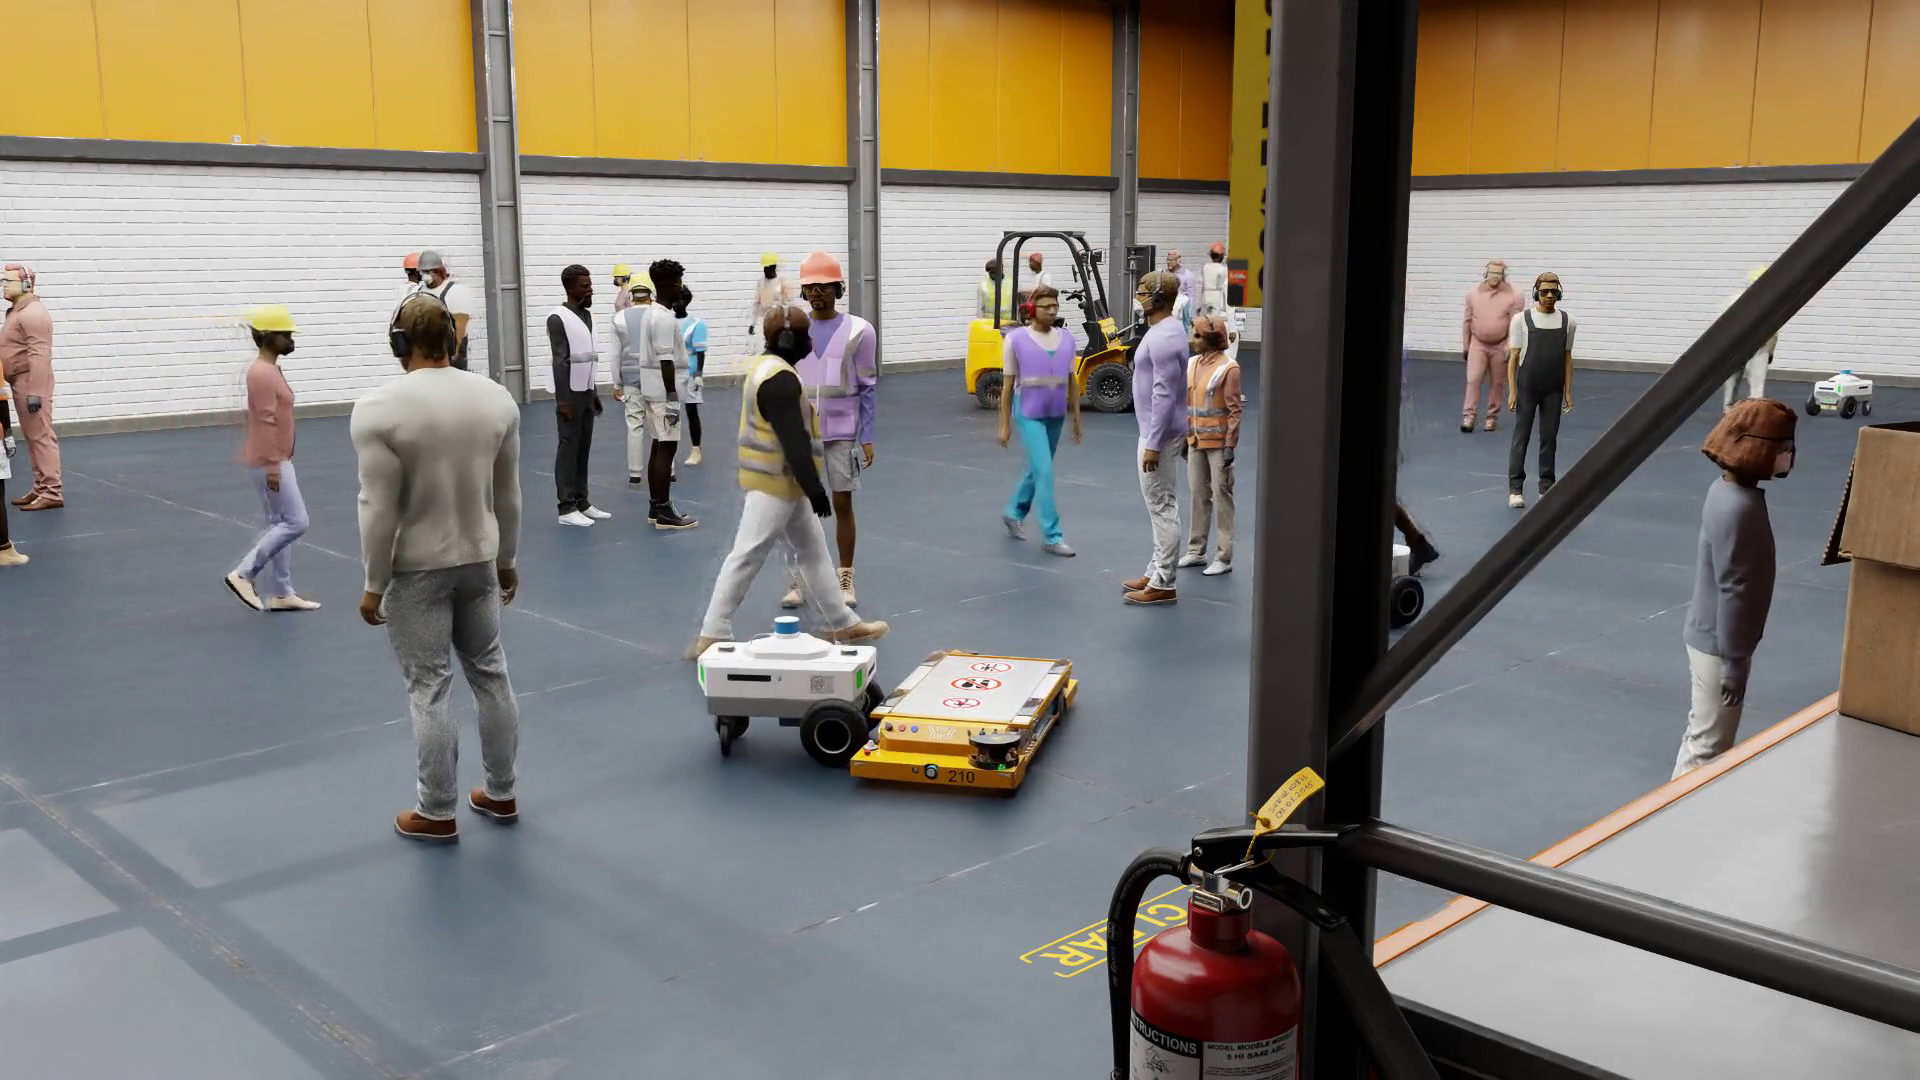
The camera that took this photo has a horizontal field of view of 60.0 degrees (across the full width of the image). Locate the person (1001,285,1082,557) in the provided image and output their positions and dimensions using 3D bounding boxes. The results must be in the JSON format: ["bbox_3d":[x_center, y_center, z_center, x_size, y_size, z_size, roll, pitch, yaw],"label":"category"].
[{"bbox_3d":[0.525,-0.837,11.358,0.578,1.808,0.935,-7,12,-32],"label":"person"}]

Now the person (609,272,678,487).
[{"bbox_3d":[-2.661,-1.352,14.116,0.589,1.822,0.403,-1,10,-7],"label":"person"}]

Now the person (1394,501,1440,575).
[{"bbox_3d":[2.532,-0.660,10.214,0.999,1.887,0.533,-1,10,-6],"label":"person"}]

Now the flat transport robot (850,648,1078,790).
[{"bbox_3d":[0.059,0.721,7.039,0.652,0.197,1.431,3,11,14],"label":"flat transport robot"}]

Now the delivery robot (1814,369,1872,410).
[{"bbox_3d":[10.417,-1.774,19.603,0.707,0.478,0.477,-6,12,-31],"label":"delivery robot"}]

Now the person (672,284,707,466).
[{"bbox_3d":[-2.582,-1.530,15.436,0.548,1.694,0.337,5,11,24],"label":"person"}]

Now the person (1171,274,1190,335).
[{"bbox_3d":[2.840,-2.775,22.414,0.510,1.619,0.628,2,11,11],"label":"person"}]

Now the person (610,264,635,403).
[{"bbox_3d":[-4.287,-2.636,21.271,0.326,1.767,0.533,-5,12,-26],"label":"person"}]

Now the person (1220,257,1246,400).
[{"bbox_3d":[3.519,-2.718,21.398,0.355,1.883,0.574,2,11,13],"label":"person"}]

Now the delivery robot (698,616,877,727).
[{"bbox_3d":[-0.714,0.560,6.889,0.707,0.478,0.477,1,11,7],"label":"delivery robot"}]

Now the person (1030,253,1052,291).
[{"bbox_3d":[1.263,-3.649,26.563,0.441,1.872,0.617,-5,11,-23],"label":"person"}]

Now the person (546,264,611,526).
[{"bbox_3d":[-2.851,-1.075,12.337,0.391,1.920,0.587,2,11,11],"label":"person"}]

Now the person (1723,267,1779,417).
[{"bbox_3d":[8.835,-2.157,18.638,0.626,1.782,0.877,2,11,11],"label":"person"}]

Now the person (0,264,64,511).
[{"bbox_3d":[-7.282,-1.189,12.985,0.409,1.912,0.649,-8,13,-36],"label":"person"}]

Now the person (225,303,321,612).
[{"bbox_3d":[-3.850,-0.440,9.307,0.417,1.751,0.550,-3,11,-16],"label":"person"}]

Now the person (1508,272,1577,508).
[{"bbox_3d":[4.556,-1.168,13.050,0.506,1.846,0.344,0,10,1],"label":"person"}]

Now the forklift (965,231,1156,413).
[{"bbox_3d":[1.222,-2.721,20.561,2.313,2.155,1.214,2,11,13],"label":"forklift"}]

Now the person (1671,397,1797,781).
[{"bbox_3d":[2.448,0.360,5.291,0.280,1.631,0.504,4,11,22],"label":"person"}]

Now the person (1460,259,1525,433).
[{"bbox_3d":[5.689,-2.067,17.881,0.642,1.863,0.914,5,11,25],"label":"person"}]

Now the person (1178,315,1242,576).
[{"bbox_3d":[1.575,-0.596,10.498,0.315,1.636,0.515,-6,12,-30],"label":"person"}]

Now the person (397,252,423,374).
[{"bbox_3d":[-6.066,-2.236,18.617,0.370,1.939,0.543,-9,14,-40],"label":"person"}]

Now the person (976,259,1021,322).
[{"bbox_3d":[0.548,-2.998,23.158,0.656,1.802,0.456,1,10,4],"label":"person"}]

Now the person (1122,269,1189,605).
[{"bbox_3d":[1.140,-0.590,9.644,0.372,1.940,0.631,1,10,6],"label":"person"}]

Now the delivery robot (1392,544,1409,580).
[{"bbox_3d":[2.120,0.149,9.132,0.707,0.478,0.477,-6,12,-30],"label":"delivery robot"}]

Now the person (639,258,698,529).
[{"bbox_3d":[-2.146,-1.065,12.154,0.361,1.963,0.613,-4,11,-19],"label":"person"}]

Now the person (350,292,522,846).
[{"bbox_3d":[-1.822,0.103,5.863,0.355,1.936,0.635,9,14,40],"label":"person"}]

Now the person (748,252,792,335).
[{"bbox_3d":[-2.606,-2.964,22.700,0.614,1.901,0.704,9,14,41],"label":"person"}]

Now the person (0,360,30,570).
[{"bbox_3d":[-6.293,-0.644,10.607,0.531,1.691,0.320,0,10,0],"label":"person"}]

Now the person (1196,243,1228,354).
[{"bbox_3d":[4.367,-4.002,28.114,1.015,1.984,0.625,-10,14,-44],"label":"person"}]

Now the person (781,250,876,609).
[{"bbox_3d":[-0.781,-0.616,9.490,0.605,2.045,0.379,1,10,5],"label":"person"}]

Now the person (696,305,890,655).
[{"bbox_3d":[-0.893,-0.280,8.390,1.001,1.790,0.635,-1,10,-7],"label":"person"}]

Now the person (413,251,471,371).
[{"bbox_3d":[-5.413,-2.062,17.388,0.687,2.000,1.061,3,11,15],"label":"person"}]

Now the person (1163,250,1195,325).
[{"bbox_3d":[3.215,-3.417,25.151,0.651,1.904,0.402,8,13,36],"label":"person"}]
